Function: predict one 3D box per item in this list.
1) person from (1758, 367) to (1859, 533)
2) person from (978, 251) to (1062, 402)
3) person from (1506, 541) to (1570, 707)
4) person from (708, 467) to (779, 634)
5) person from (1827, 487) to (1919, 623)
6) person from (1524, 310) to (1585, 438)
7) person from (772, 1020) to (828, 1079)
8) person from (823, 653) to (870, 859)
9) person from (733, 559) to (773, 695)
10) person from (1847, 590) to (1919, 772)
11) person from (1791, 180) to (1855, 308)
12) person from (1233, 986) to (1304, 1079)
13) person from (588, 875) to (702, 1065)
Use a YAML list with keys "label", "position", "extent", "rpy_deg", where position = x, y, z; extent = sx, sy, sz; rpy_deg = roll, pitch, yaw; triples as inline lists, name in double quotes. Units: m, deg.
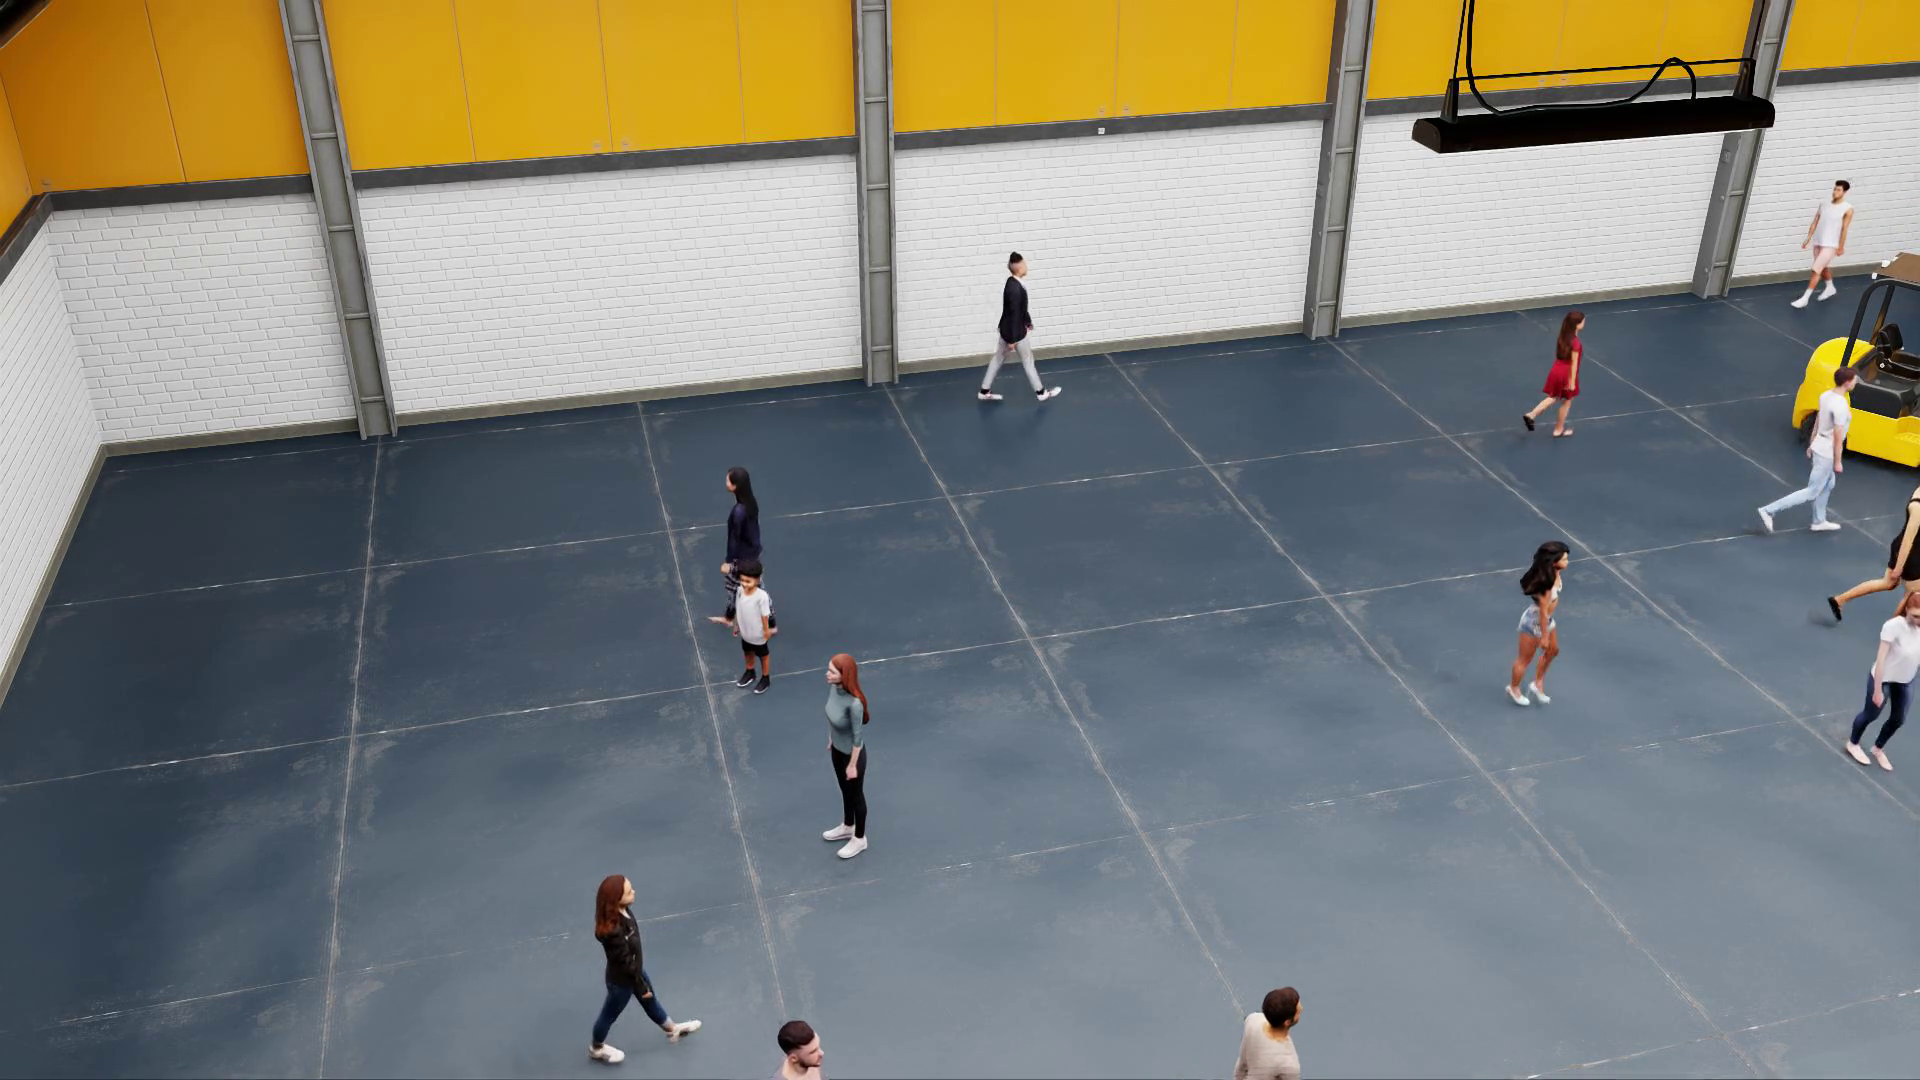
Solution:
- label: "person"
  position: [8.664, -0.867, 16.823]
  extent: [1.216, 1.826, 0.963]
  rpy_deg: [4, 29, 8]
- label: "person"
  position: [0.533, -2.486, 19.717]
  extent: [1.273, 1.895, 0.834]
  rpy_deg: [-4, 29, -7]
- label: "person"
  position: [4.841, 0.709, 14.154]
  extent: [0.792, 1.614, 0.732]
  rpy_deg: [16, 32, 27]
- label: "person"
  position: [-1.857, 0.128, 15.121]
  extent: [0.989, 1.708, 0.808]
  rpy_deg: [2, 29, 4]
- label: "person"
  position: [8.469, 0.107, 15.074]
  extent: [1.169, 1.789, 1.067]
  rpy_deg: [13, 31, 23]
- label: "person"
  position: [6.830, -1.874, 18.968]
  extent: [0.831, 1.538, 0.527]
  rpy_deg: [-7, 29, -12]
- label: "person"
  position: [-0.958, 3.273, 8.994]
  extent: [1.176, 1.810, 0.963]
  rpy_deg: [6, 29, 11]
- label: "person"
  position: [-0.840, 1.589, 12.406]
  extent: [0.593, 1.742, 0.618]
  rpy_deg: [-13, 31, -23]
- label: "person"
  position: [-1.796, 0.725, 14.496]
  extent: [0.584, 1.257, 0.642]
  rpy_deg: [17, 33, 28]
- label: "person"
  position: [7.441, 1.089, 13.363]
  extent: [0.598, 1.704, 0.660]
  rpy_deg: [-13, 31, -22]
- label: "person"
  position: [11.918, -4.059, 22.752]
  extent: [1.148, 1.751, 0.703]
  rpy_deg: [-11, 30, -19]
- label: "person"
  position: [1.605, 3.256, 9.270]
  extent: [1.201, 1.820, 0.704]
  rpy_deg: [-9, 30, -16]
- label: "person"
  position: [-2.213, 2.764, 10.571]
  extent: [0.997, 1.437, 0.681]
  rpy_deg: [-2, 29, -4]
